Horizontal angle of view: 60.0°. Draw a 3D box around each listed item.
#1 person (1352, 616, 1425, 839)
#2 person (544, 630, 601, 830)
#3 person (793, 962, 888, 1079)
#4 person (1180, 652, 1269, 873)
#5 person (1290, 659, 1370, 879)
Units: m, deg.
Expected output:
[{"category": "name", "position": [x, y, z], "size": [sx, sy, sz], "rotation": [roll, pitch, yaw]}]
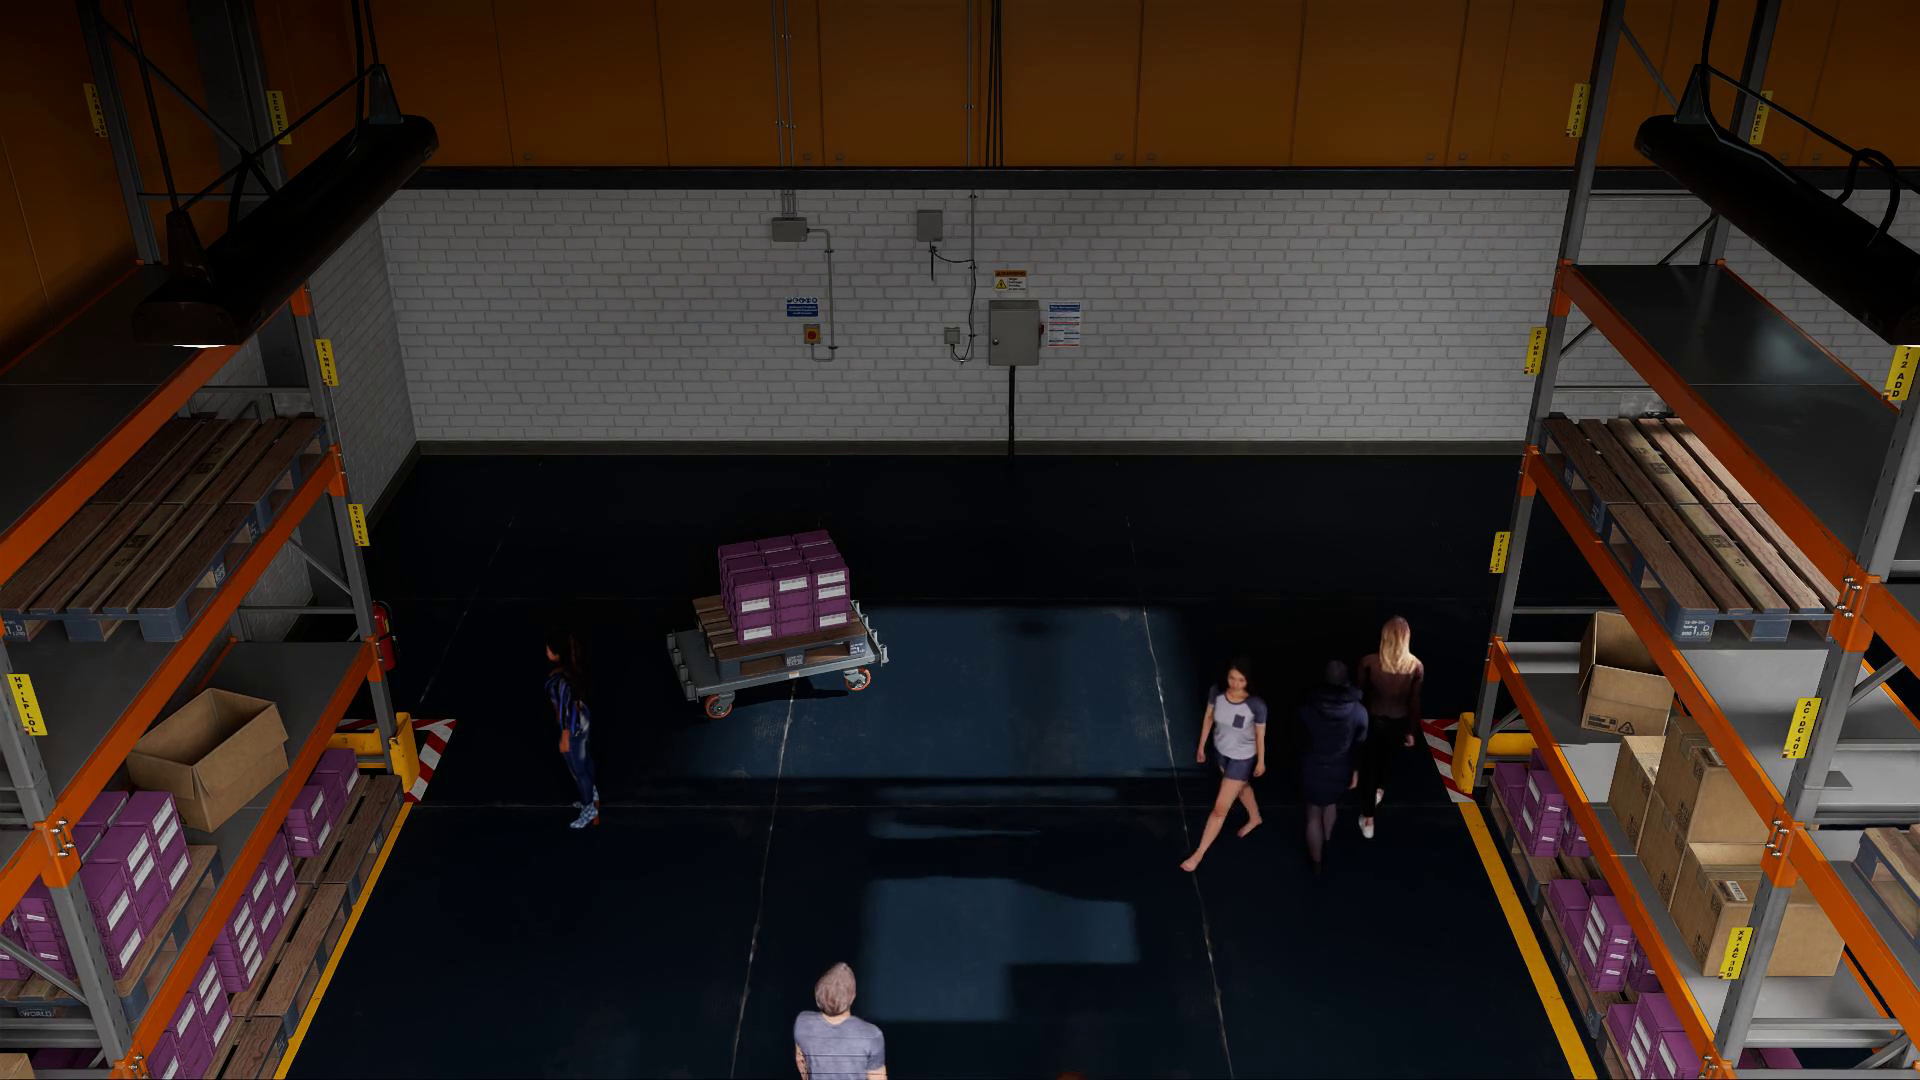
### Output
[{"category": "person", "position": [2.960, 1.343, 11.630], "size": [0.721, 1.677, 0.923], "rotation": [4, 29, 7]}, {"category": "person", "position": [-2.728, 1.317, 11.743], "size": [0.662, 1.614, 0.485], "rotation": [-1, 29, -2]}, {"category": "person", "position": [-0.623, 2.981, 8.435], "size": [0.845, 1.861, 1.105], "rotation": [7, 29, 12]}, {"category": "person", "position": [1.938, 1.454, 11.453], "size": [1.142, 1.652, 1.091], "rotation": [-24, 37, -37]}, {"category": "person", "position": [2.458, 1.583, 11.209], "size": [0.645, 1.659, 0.663], "rotation": [1, 29, 1]}]
